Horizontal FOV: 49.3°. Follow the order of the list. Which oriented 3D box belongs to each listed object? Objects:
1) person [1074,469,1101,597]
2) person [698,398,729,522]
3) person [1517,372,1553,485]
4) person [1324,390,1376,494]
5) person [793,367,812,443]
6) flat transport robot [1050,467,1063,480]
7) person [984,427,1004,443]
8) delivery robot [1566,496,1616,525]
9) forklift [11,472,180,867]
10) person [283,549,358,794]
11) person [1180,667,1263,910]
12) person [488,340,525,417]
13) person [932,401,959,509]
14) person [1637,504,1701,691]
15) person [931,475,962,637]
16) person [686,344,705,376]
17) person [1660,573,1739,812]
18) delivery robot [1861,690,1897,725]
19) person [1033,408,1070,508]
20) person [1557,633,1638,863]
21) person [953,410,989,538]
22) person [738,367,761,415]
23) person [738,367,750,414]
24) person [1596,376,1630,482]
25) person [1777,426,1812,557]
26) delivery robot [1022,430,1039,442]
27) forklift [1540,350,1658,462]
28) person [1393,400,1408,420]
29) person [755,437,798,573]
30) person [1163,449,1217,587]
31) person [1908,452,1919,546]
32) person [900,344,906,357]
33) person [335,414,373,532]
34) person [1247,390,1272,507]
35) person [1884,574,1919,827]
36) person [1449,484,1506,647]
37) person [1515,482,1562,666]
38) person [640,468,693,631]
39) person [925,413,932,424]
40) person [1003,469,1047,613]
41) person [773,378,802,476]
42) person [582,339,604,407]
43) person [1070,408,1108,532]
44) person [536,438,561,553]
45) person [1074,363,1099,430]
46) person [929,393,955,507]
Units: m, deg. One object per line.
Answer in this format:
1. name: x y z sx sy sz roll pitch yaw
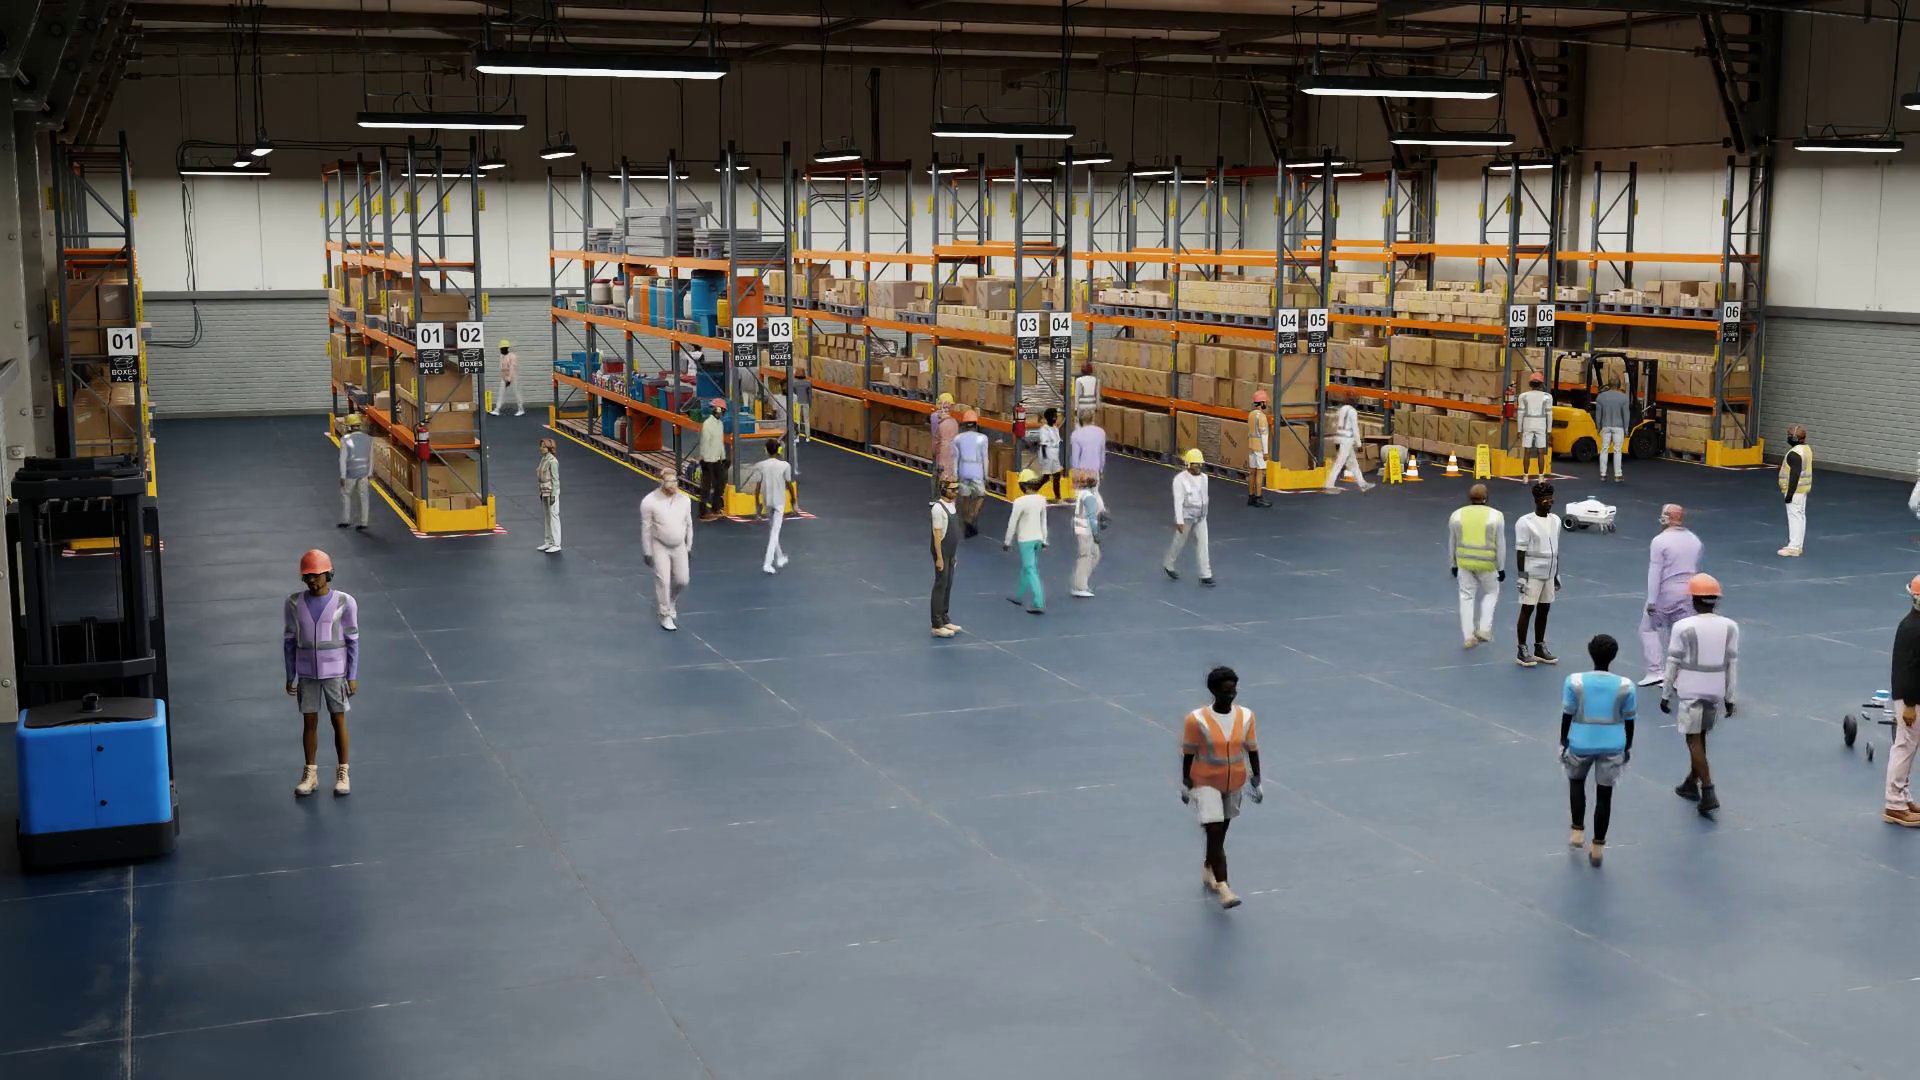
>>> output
1. person: 1.615 -0.080 26.445 0.411 1.625 0.522 -1 9 -3
2. person: -3.926 -1.283 33.400 0.463 1.956 0.624 3 9 17
3. person: 10.431 -2.027 38.021 0.615 2.039 0.387 2 9 15
4. person: 6.830 -1.718 36.668 1.007 1.825 0.614 -1 9 -8
5. person: -3.444 -2.924 45.359 0.497 1.631 0.284 -2 9 -16
6. flat transport robot: 1.533 -1.288 39.109 0.652 0.197 1.431 -3 9 -20
7. person: 0.715 -2.901 45.353 0.500 1.583 0.857 -5 10 -29
8. delivery robot: 9.690 -0.434 32.159 0.707 0.478 0.477 8 12 43
9. forklift: -6.630 0.886 15.957 1.129 2.768 1.873 -3 9 -21
10. person: -5.263 1.087 17.253 0.607 2.044 0.377 0 9 -2
11. person: 1.831 1.699 14.457 0.553 1.646 0.884 -3 9 -19
12. person: -11.135 -3.965 51.484 0.589 1.874 0.998 7 11 39
13. person: -0.250 -1.265 33.390 0.407 1.906 0.655 2 9 14
14. person: 7.171 0.581 21.178 0.663 1.882 0.517 -4 9 -23
15. person: -0.165 0.173 24.003 0.325 1.843 0.517 3 9 19
16. person: -6.475 -4.044 52.056 1.010 1.865 0.589 -6 11 -37
17. person: 5.981 1.230 16.853 0.556 1.916 0.884 -1 9 -9
18. delivery robot: 8.227 1.458 18.685 0.335 0.223 0.698 2 9 12
19. person: 1.477 -1.379 34.896 0.663 1.677 0.543 5 10 30
20. person: 4.725 1.521 15.538 0.561 1.674 0.566 2 9 14
21. person: 0.175 -0.997 31.549 0.573 1.920 0.442 3 9 18
22. person: -4.789 -3.352 47.542 0.525 1.840 0.907 -2 9 -11
23. person: -5.045 -3.561 48.770 0.568 1.891 0.986 -4 9 -23
24. person: 12.004 -2.050 38.515 0.628 1.940 0.373 6 10 35
25. person: 11.882 -0.698 29.820 0.430 1.844 0.623 6 10 35
26. delivery robot: 1.462 -2.286 44.510 0.477 0.478 0.707 -3 9 -16
27. forklift: 12.897 -2.725 42.309 2.313 2.155 1.214 -3 9 -21
28. person: 10.168 -3.425 48.366 0.483 1.737 0.320 8 12 42
29. person: -2.515 -0.480 28.470 0.519 1.824 0.992 3 9 21
30. person: 3.008 -0.316 27.458 0.600 1.794 0.925 -6 10 -33
31. person: 14.129 -0.845 30.529 0.449 1.917 0.628 0 9 -2
32. person: -1.306 -3.667 49.422 0.669 1.894 0.431 -7 11 -37
33. person: -9.337 -1.034 32.164 0.721 1.806 0.631 7 11 40
34. person: 5.012 -1.531 35.040 0.348 1.943 0.545 -3 9 -19
35. person: 7.525 1.231 16.460 0.402 1.990 0.622 5 10 32
36. person: 5.794 0.276 23.379 0.658 1.822 0.561 5 10 29
37. person: 6.194 0.353 22.398 0.613 1.965 0.361 -5 10 -31
38. person: -3.425 0.088 24.433 0.645 1.890 0.520 -5 10 -31
39. person: -0.725 -2.991 44.832 0.583 1.924 0.399 -5 10 -28
40. person: 0.752 0.005 25.519 0.846 1.734 0.528 8 11 42
41. person: -3.225 -2.091 39.113 0.571 1.833 0.865 -3 9 -20
42. person: -9.478 -4.337 54.116 0.601 1.830 0.404 -1 9 -6
43. person: 1.970 -1.054 31.937 0.639 1.923 0.703 -4 10 -26
44. person: -5.913 -0.648 30.141 0.309 1.645 0.514 -5 10 -31
45. person: 2.595 -2.748 43.409 0.596 1.861 0.678 -3 9 -20
46. person: -0.271 -1.496 34.919 0.394 1.915 0.585 -6 10 -34
